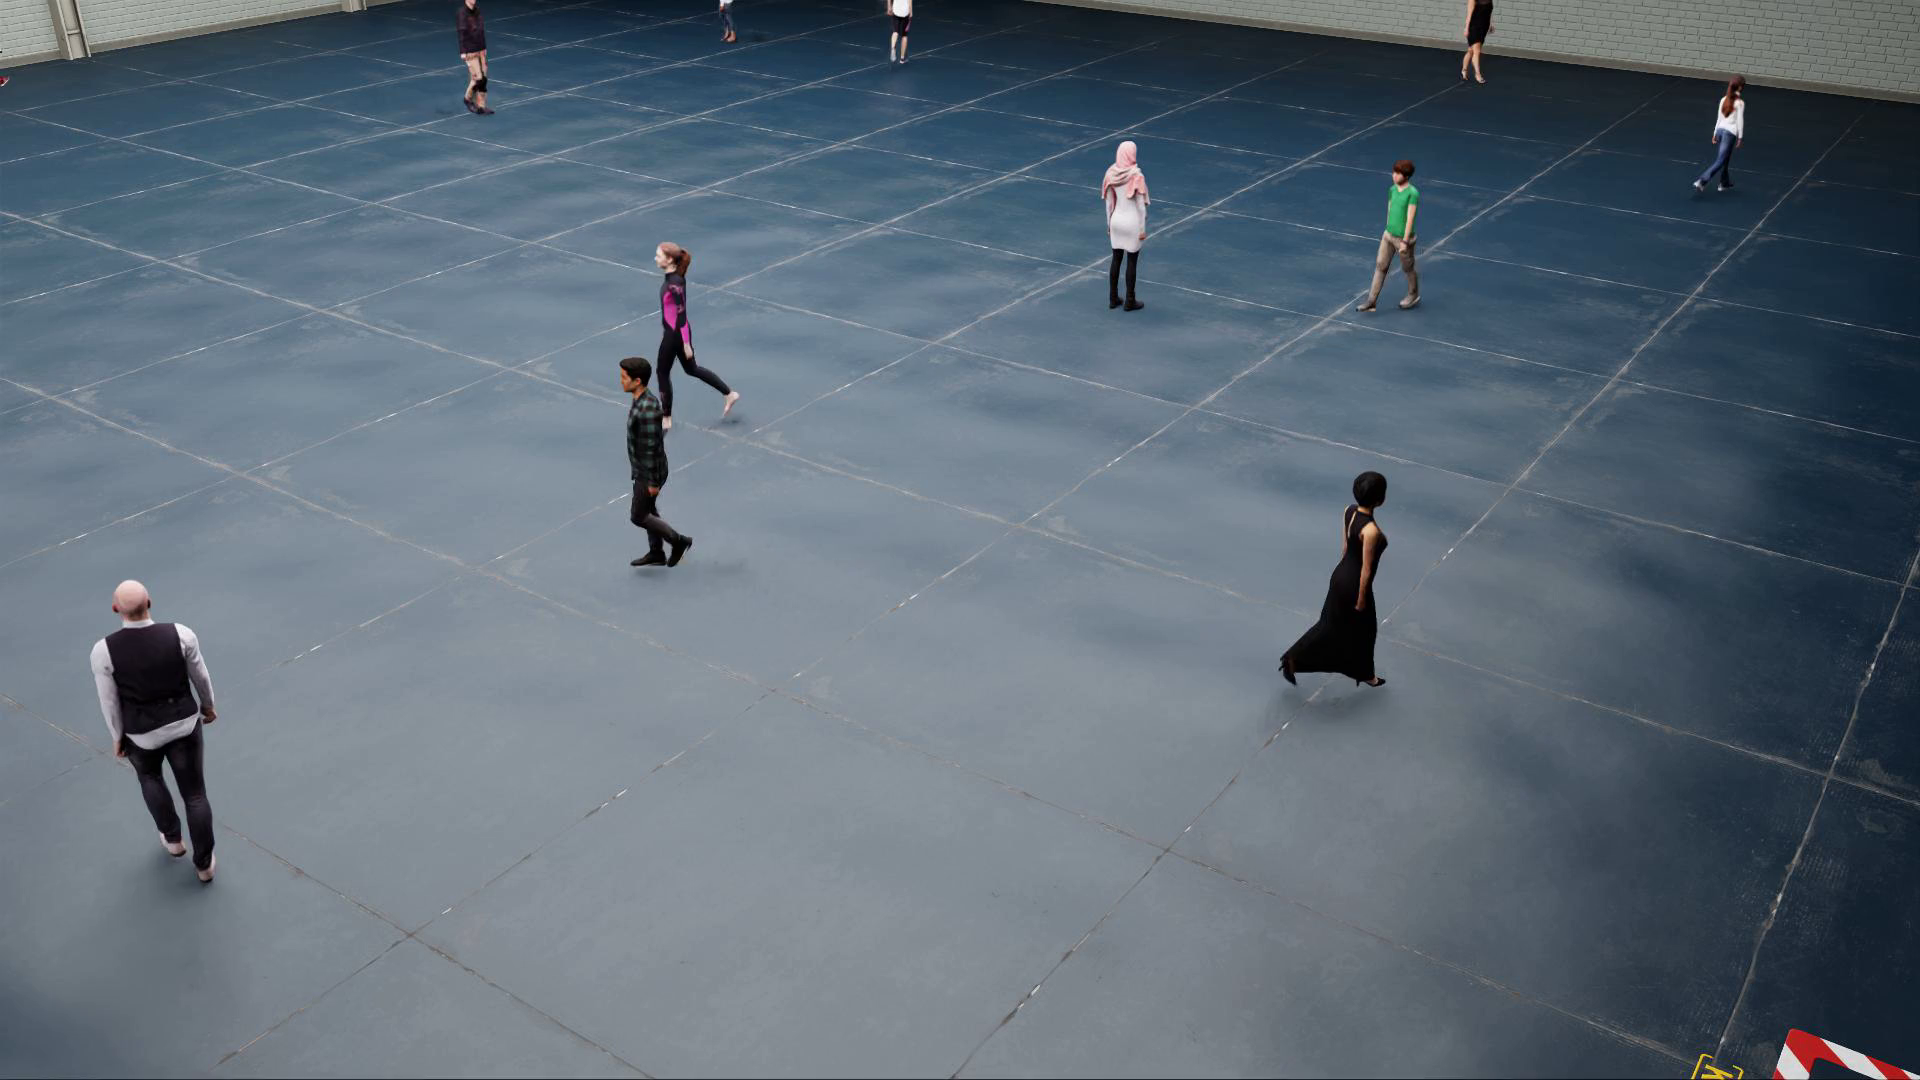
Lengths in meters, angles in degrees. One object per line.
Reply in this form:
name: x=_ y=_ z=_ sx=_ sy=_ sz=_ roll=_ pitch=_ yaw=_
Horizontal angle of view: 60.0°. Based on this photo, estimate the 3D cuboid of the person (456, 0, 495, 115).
person: x=-7.564 y=-7.535 z=25.679 sx=0.839 sy=1.913 sz=0.723 roll=11 pitch=29 yaw=20

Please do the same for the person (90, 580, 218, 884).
person: x=-4.322 y=1.093 z=9.045 sx=0.899 sy=1.801 sz=0.942 roll=-15 pitch=31 yaw=-27

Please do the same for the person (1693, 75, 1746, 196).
person: x=9.912 y=-5.232 z=21.625 sx=1.132 sy=1.528 sz=0.860 roll=-14 pitch=30 yaw=-24

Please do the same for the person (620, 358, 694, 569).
person: x=-2.239 y=-0.549 z=12.273 sx=0.896 sy=1.702 sz=0.866 roll=-7 pitch=28 yaw=-13

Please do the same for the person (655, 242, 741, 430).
person: x=-2.420 y=-1.806 z=14.760 sx=1.074 sy=1.723 sz=1.048 roll=-3 pitch=27 yaw=-6

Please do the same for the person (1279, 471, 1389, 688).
person: x=2.470 y=0.316 z=10.802 sx=1.061 sy=1.574 sz=0.960 roll=-8 pitch=28 yaw=-14

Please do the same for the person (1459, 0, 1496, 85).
person: x=8.586 y=-8.530 z=27.853 sx=0.901 sy=1.691 sz=0.864 roll=-19 pitch=33 yaw=-33

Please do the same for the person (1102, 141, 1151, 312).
person: x=1.758 y=-3.327 z=17.626 sx=0.630 sy=1.803 sz=0.587 roll=19 pitch=33 yaw=33

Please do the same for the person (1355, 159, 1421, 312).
person: x=4.715 y=-3.199 z=17.583 sx=1.189 sy=1.615 sz=0.873 roll=-17 pitch=32 yaw=-29

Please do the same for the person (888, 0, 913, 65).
person: x=-1.054 y=-9.192 z=29.053 sx=0.808 sy=1.769 sz=1.029 roll=7 pitch=28 yaw=14

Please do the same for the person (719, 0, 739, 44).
person: x=-4.279 y=-10.031 z=31.034 sx=0.714 sy=1.447 sz=0.648 roll=-3 pitch=27 yaw=-6
